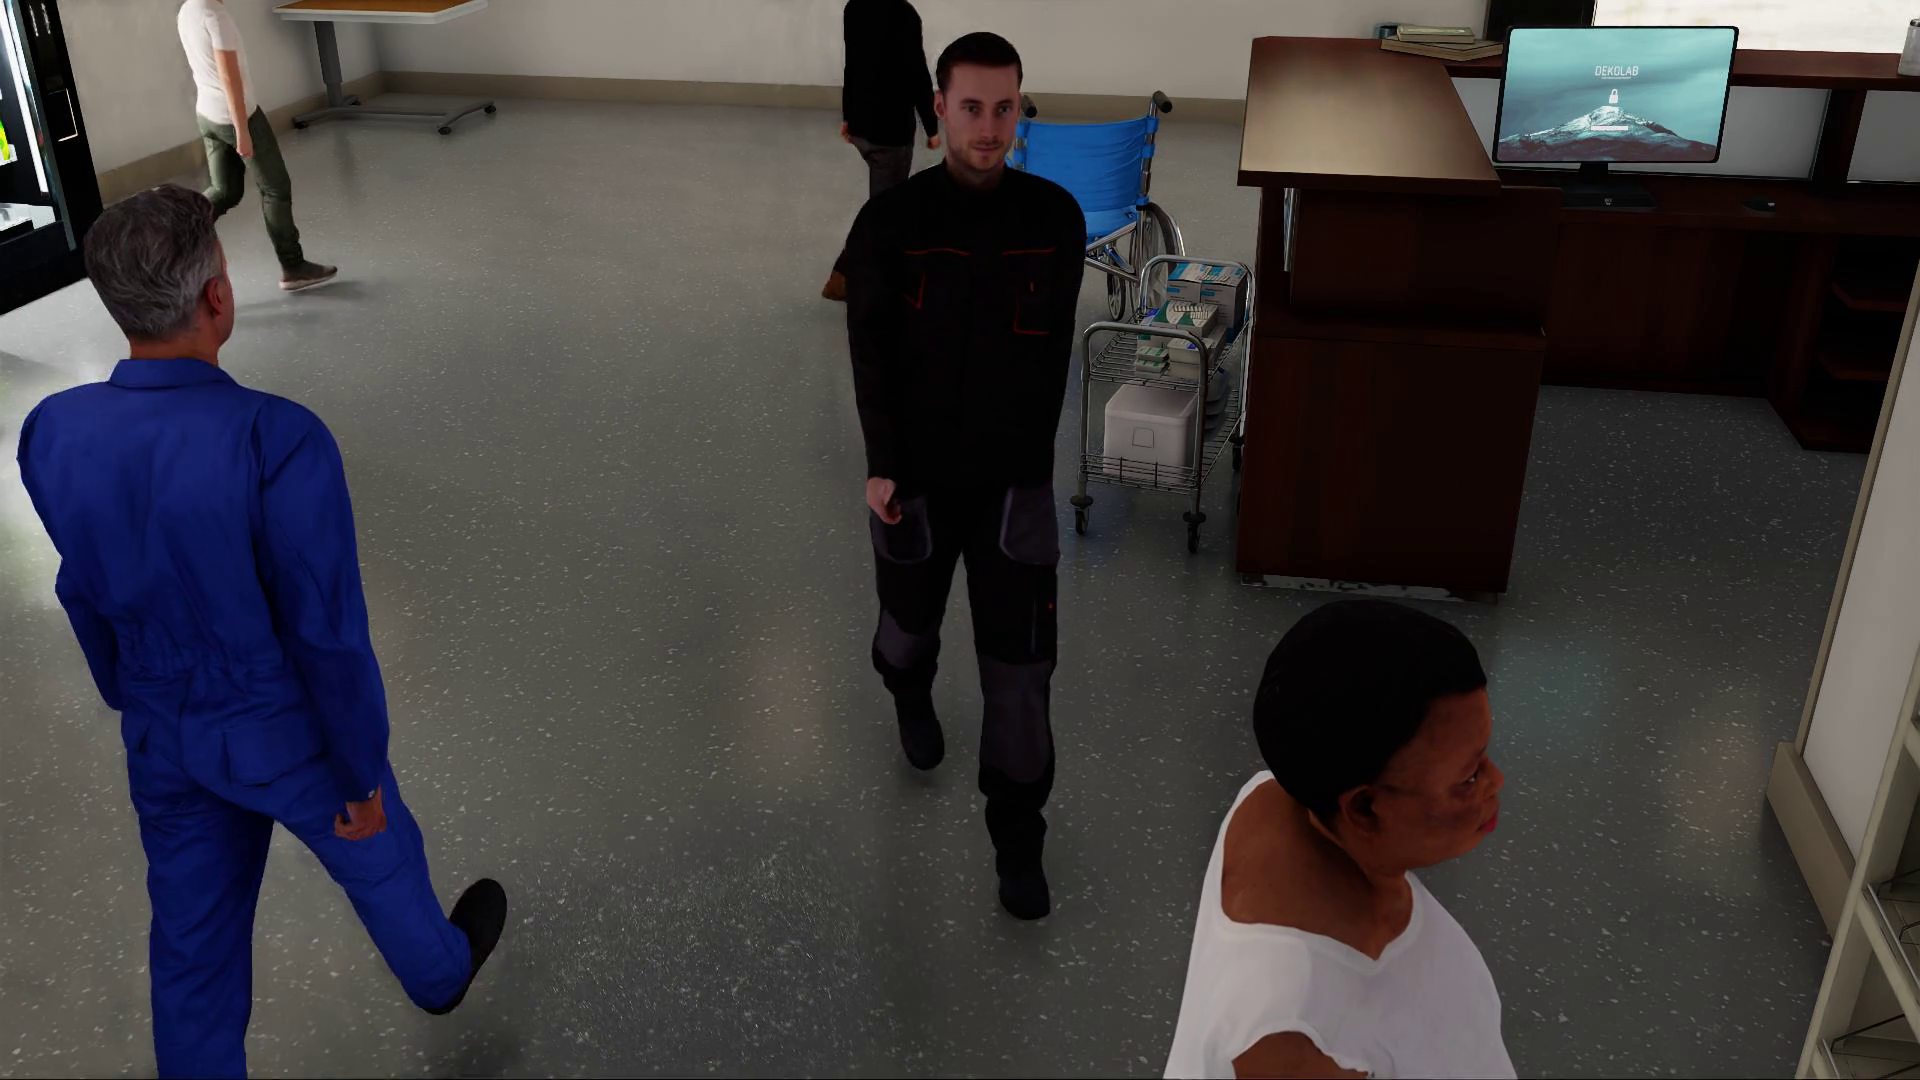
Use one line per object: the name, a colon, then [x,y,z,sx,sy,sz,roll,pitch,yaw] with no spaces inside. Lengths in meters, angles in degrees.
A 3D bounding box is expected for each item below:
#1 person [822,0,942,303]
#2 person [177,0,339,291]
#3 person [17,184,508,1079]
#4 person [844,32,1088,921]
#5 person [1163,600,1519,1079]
person: [-0.395,-1.866,7.503,1.056,1.687,1.027,-18,31,-32]
person: [-3.408,-1.877,7.596,0.968,1.628,1.143,23,34,39]
person: [-1.211,0.390,2.715,0.775,1.783,1.121,4,26,8]
person: [-0.021,-0.173,3.775,0.951,1.876,1.303,-4,26,-8]
person: [0.408,0.825,1.921,0.708,1.688,0.535,3,26,7]
